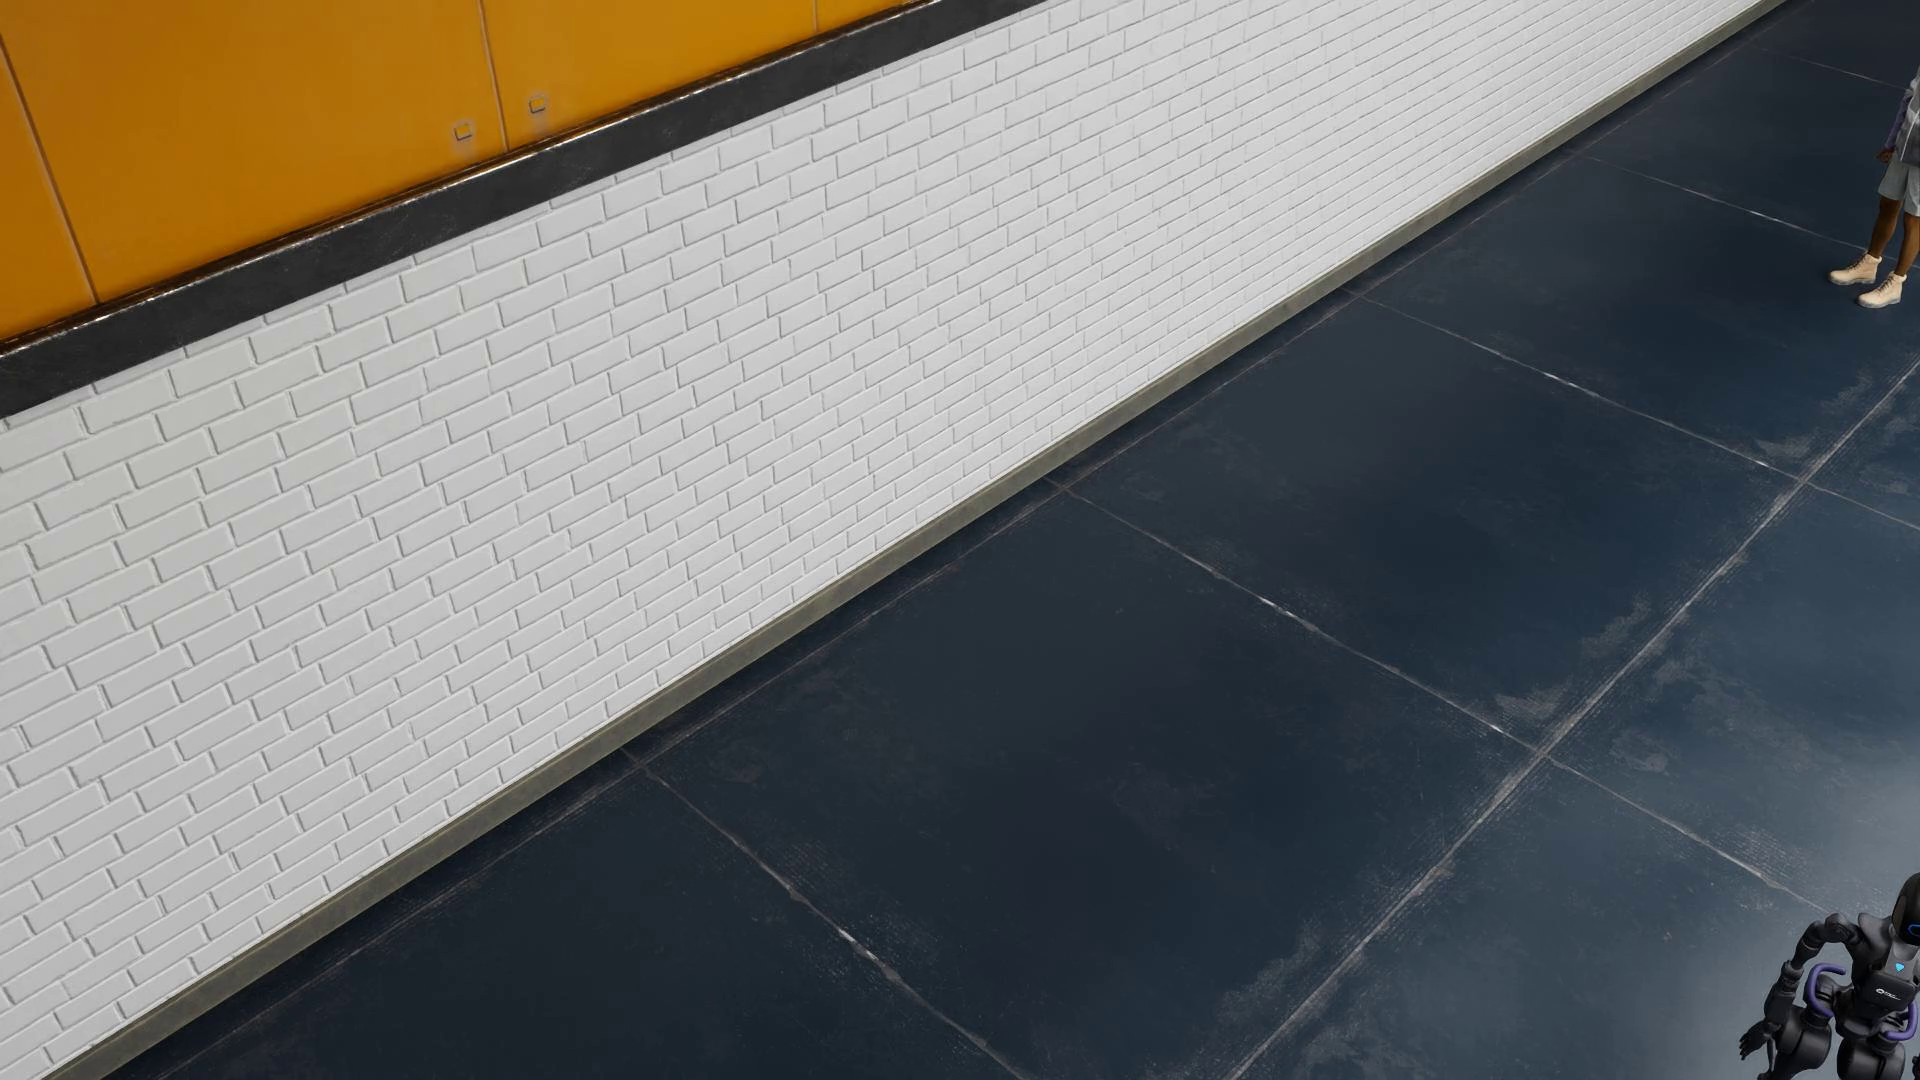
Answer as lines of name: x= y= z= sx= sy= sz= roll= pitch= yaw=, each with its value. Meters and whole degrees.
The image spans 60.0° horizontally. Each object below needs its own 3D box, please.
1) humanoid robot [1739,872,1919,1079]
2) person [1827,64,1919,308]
humanoid robot: x=3.020 y=1.701 z=5.654 sx=0.599 sy=1.657 sz=0.315 roll=17 pitch=42 yaw=20
person: x=6.081 y=-2.444 z=10.558 sx=0.388 sy=2.040 sz=0.613 roll=-7 pitch=39 yaw=-9
